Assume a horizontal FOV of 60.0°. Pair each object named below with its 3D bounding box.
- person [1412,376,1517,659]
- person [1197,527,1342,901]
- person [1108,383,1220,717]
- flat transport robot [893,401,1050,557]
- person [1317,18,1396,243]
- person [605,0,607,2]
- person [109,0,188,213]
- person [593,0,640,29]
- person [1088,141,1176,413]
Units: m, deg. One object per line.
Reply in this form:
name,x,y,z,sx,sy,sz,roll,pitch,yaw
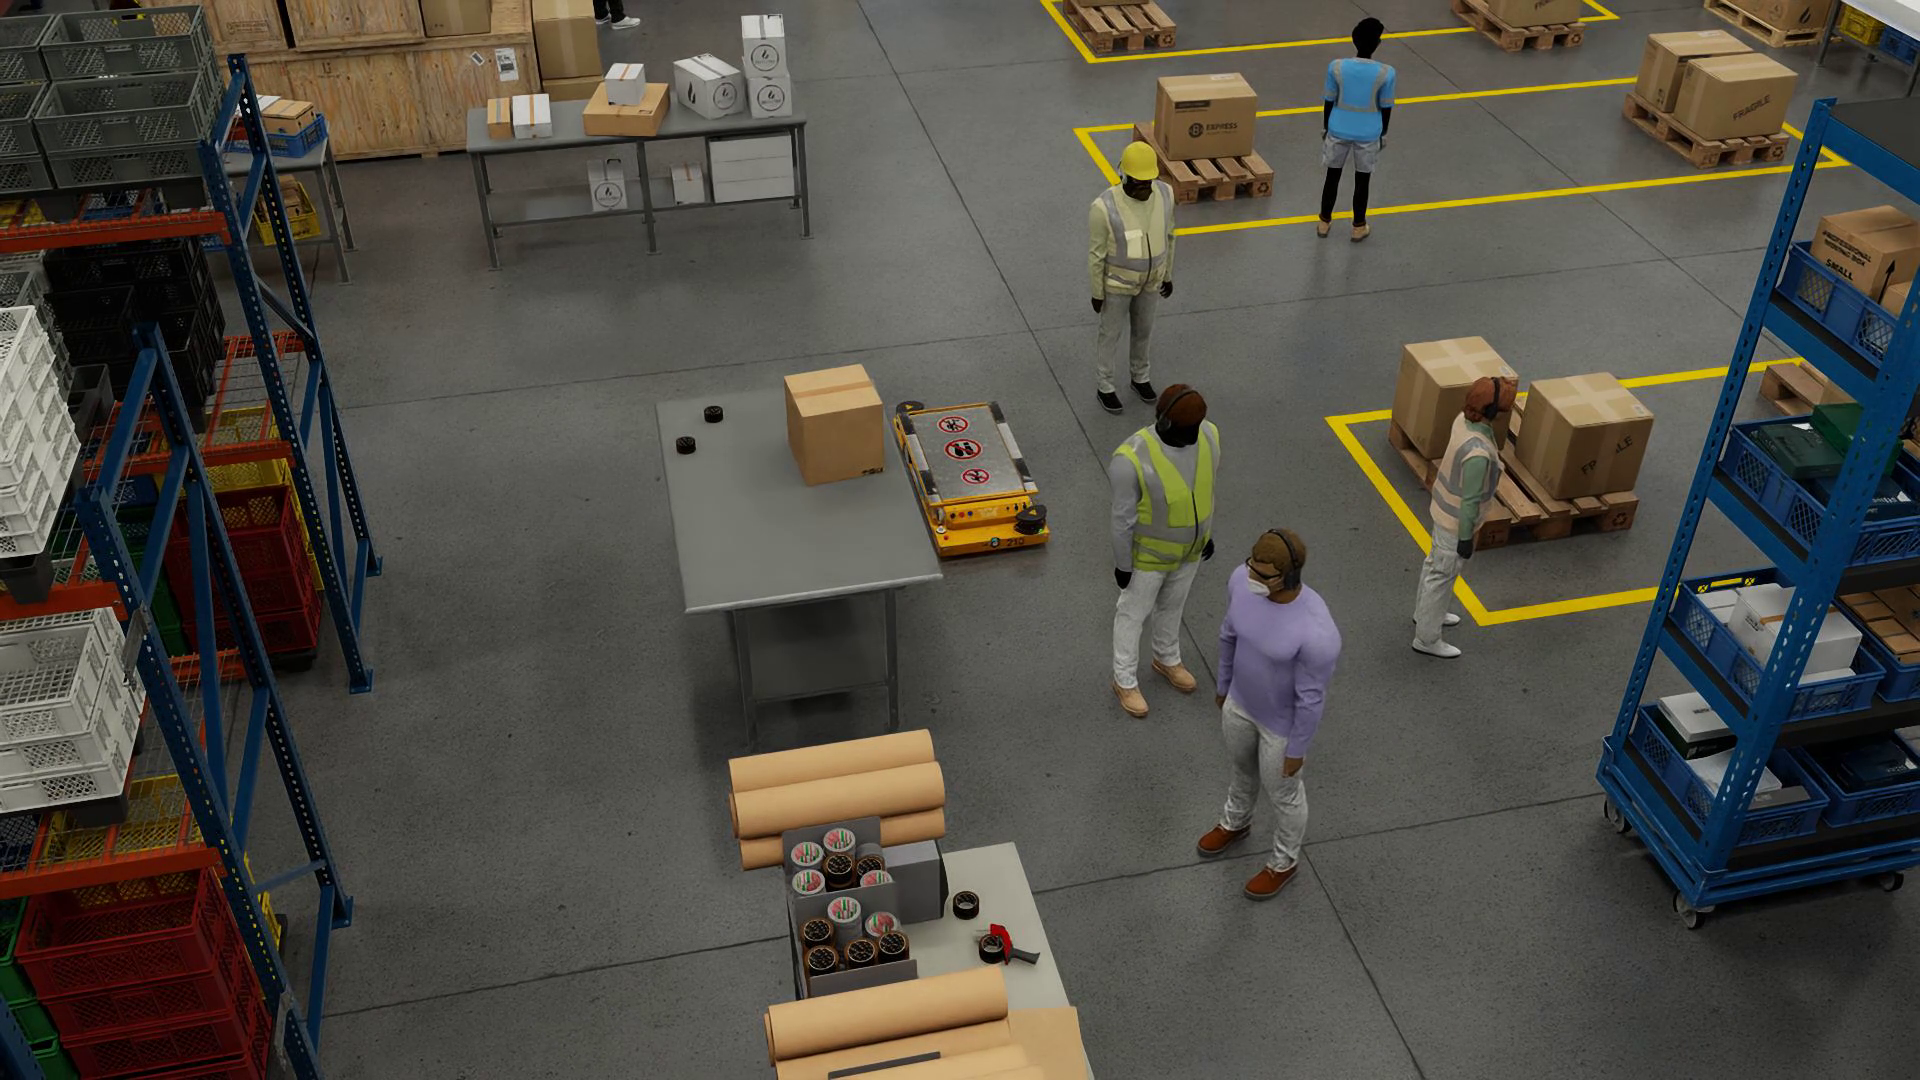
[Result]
person,2.569,-0.125,8.567,0.313,1.633,0.514,6,37,8
person,1.322,0.735,7.171,0.376,1.932,0.625,-21,42,-26
person,1.011,0.037,8.180,0.622,1.838,0.429,-22,42,-27
flat transport robot,0.046,-0.430,10.108,0.652,0.197,1.431,-8,37,-10
person,2.953,-3.055,12.451,0.529,1.694,0.321,14,39,18
person,-3.644,-6.450,16.841,0.639,1.908,0.409,-19,41,-23
person,-5.992,-3.144,12.433,0.521,1.865,0.336,-15,39,-19
person,-3.497,-5.960,16.168,0.593,1.922,0.391,26,44,31
person,1.080,-1.647,10.457,0.596,1.826,0.403,-15,39,-19
